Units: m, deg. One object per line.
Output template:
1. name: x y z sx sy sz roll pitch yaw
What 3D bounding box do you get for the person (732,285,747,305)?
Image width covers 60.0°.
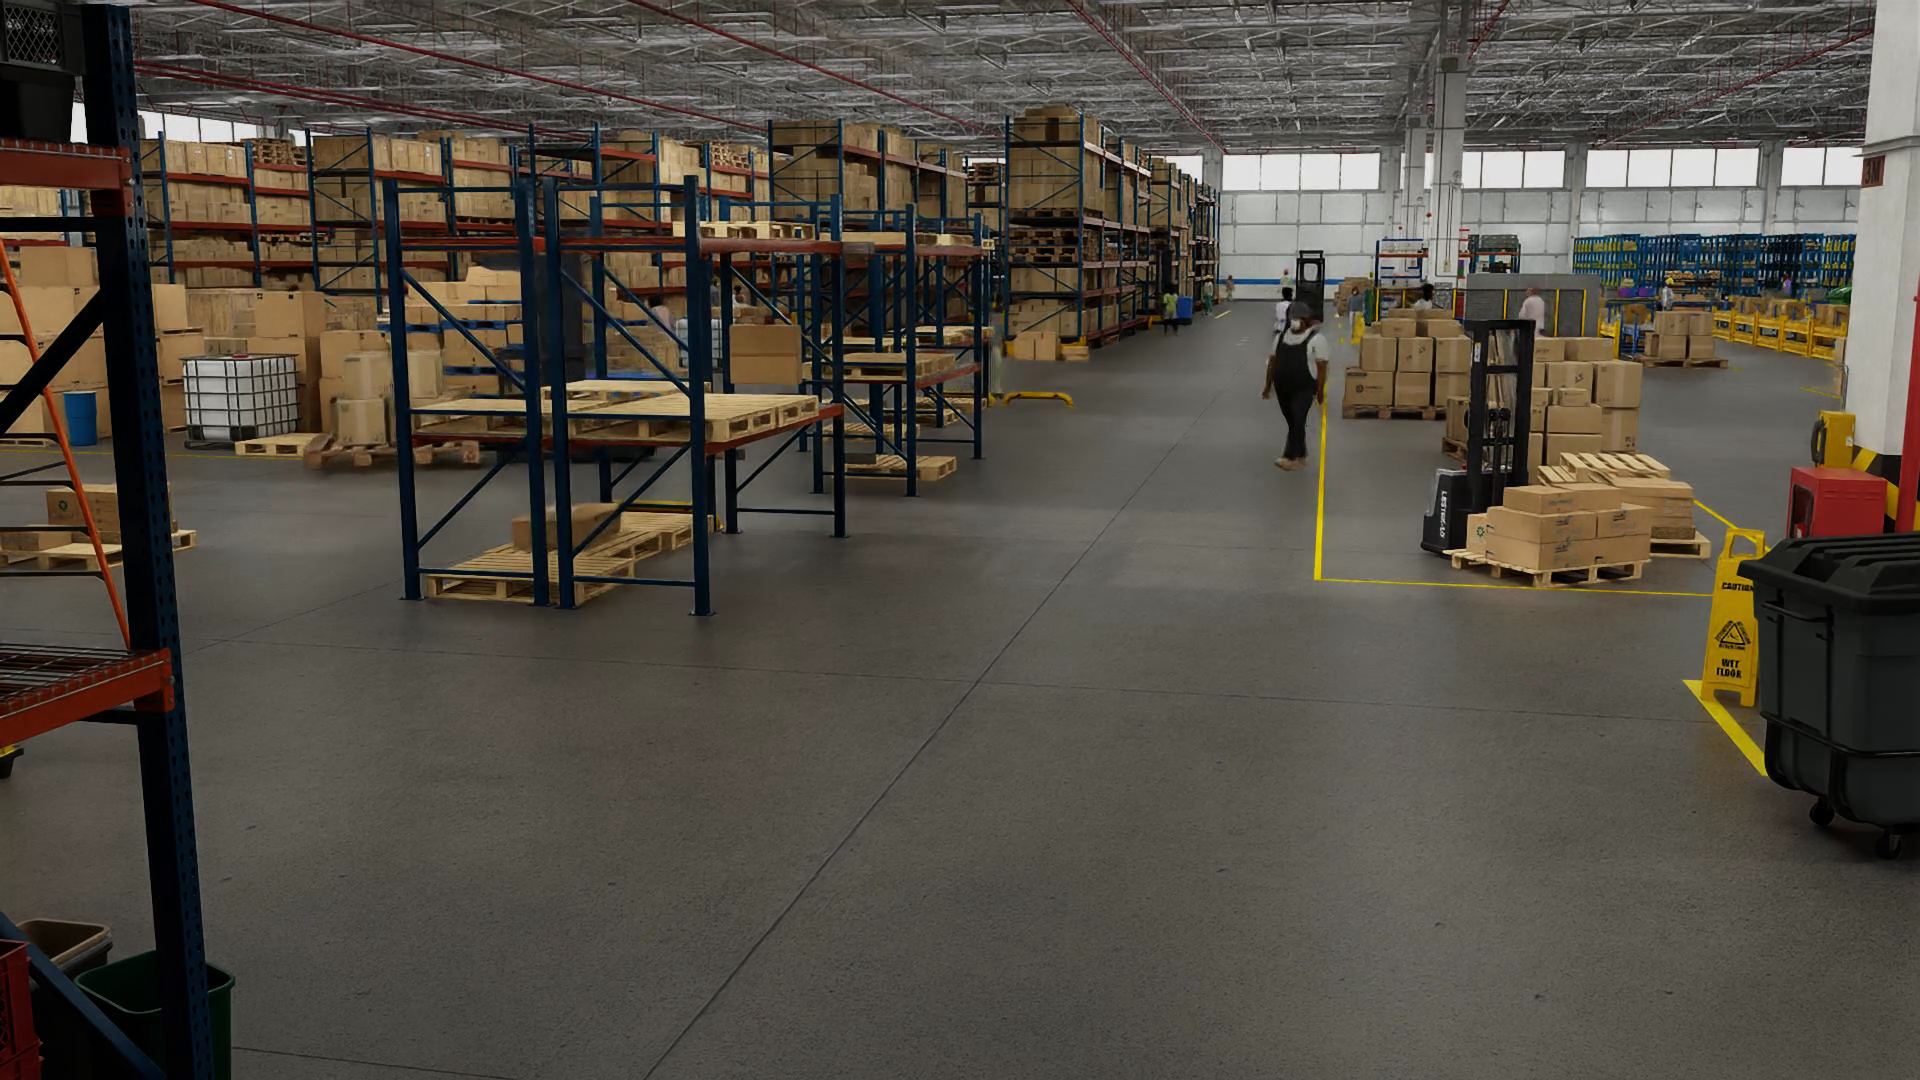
1. person: -6.829 -7.021 51.336 0.538 1.681 0.496 -2 10 -13

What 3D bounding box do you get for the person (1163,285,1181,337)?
1. person: 6.703 -7.239 52.679 0.552 1.665 0.820 -3 10 -19

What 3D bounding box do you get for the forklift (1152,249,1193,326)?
1. forklift: 7.646 -9.320 61.395 1.873 2.768 1.129 2 10 11

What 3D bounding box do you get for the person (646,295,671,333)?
1. person: -5.847 -3.786 31.839 0.949 1.788 0.662 6 11 33

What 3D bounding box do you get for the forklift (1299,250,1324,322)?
1. forklift: 13.778 -10.002 65.433 1.129 2.768 1.873 2 10 12

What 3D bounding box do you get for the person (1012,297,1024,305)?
1. person: 2.035 -8.362 59.022 0.533 1.767 0.314 9 13 42

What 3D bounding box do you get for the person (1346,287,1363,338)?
1. person: 12.418 -7.168 52.375 0.528 1.613 0.558 3 10 20

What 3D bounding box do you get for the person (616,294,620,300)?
1. person: -8.444 -5.242 40.945 0.524 1.632 0.314 0 10 -1

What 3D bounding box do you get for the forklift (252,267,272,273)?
1. forklift: -24.539 -8.881 58.796 1.129 2.768 1.873 1 10 6

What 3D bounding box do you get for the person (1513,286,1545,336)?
1. person: 13.396 -5.023 39.006 0.657 1.857 1.019 -8 12 -38

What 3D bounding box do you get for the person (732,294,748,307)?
1. person: -5.537 -5.402 41.937 0.514 1.613 0.764 -6 11 -33

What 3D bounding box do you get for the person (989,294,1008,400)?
1. person: 0.722 -3.381 29.253 0.642 1.852 0.554 4 11 24

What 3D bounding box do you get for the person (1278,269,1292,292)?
1. person: 16.742 -12.982 85.848 0.639 1.934 1.048 -3 10 -19

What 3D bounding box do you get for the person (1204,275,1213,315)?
1. person: 11.094 -10.962 74.415 0.329 1.767 0.528 -7 12 -34

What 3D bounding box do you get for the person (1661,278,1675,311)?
1. person: 24.689 -8.222 58.050 0.403 1.819 0.599 7 12 37

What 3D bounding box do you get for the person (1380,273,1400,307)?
1. person: 14.257 -7.816 55.055 0.447 2.019 0.673 -3 10 -19

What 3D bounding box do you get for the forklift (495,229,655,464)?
1. forklift: -4.774 -2.392 20.370 1.873 2.768 1.129 -3 10 -16

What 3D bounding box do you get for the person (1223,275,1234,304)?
1. person: 14.820 -13.781 91.591 0.546 1.607 0.739 -8 12 -39

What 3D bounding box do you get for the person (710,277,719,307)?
1. person: -7.530 -7.060 50.802 0.354 1.936 0.635 -7 12 -34

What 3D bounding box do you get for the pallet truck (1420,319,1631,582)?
1. pallet truck: 4.543 -0.757 13.299 0.823 1.965 1.885 -4 10 -22

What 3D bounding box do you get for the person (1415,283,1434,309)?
1. person: 10.171 -4.630 36.362 0.626 1.946 0.494 -8 13 -40

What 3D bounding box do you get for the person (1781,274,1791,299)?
1. person: 35.810 -10.616 72.114 0.565 1.850 0.390 -8 13 -40

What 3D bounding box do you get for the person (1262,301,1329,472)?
1. person: 3.932 -1.842 19.598 0.690 2.000 1.035 9 13 43

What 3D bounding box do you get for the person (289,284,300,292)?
1. person: -15.018 -4.830 37.630 0.451 1.919 0.661 0 10 -1

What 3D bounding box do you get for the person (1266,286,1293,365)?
1. person: 6.936 -4.496 35.719 0.714 1.904 0.600 -3 10 -15

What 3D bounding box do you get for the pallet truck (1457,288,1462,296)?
1. pallet truck: 20.506 -9.785 68.819 0.653 1.274 1.630 2 10 12
